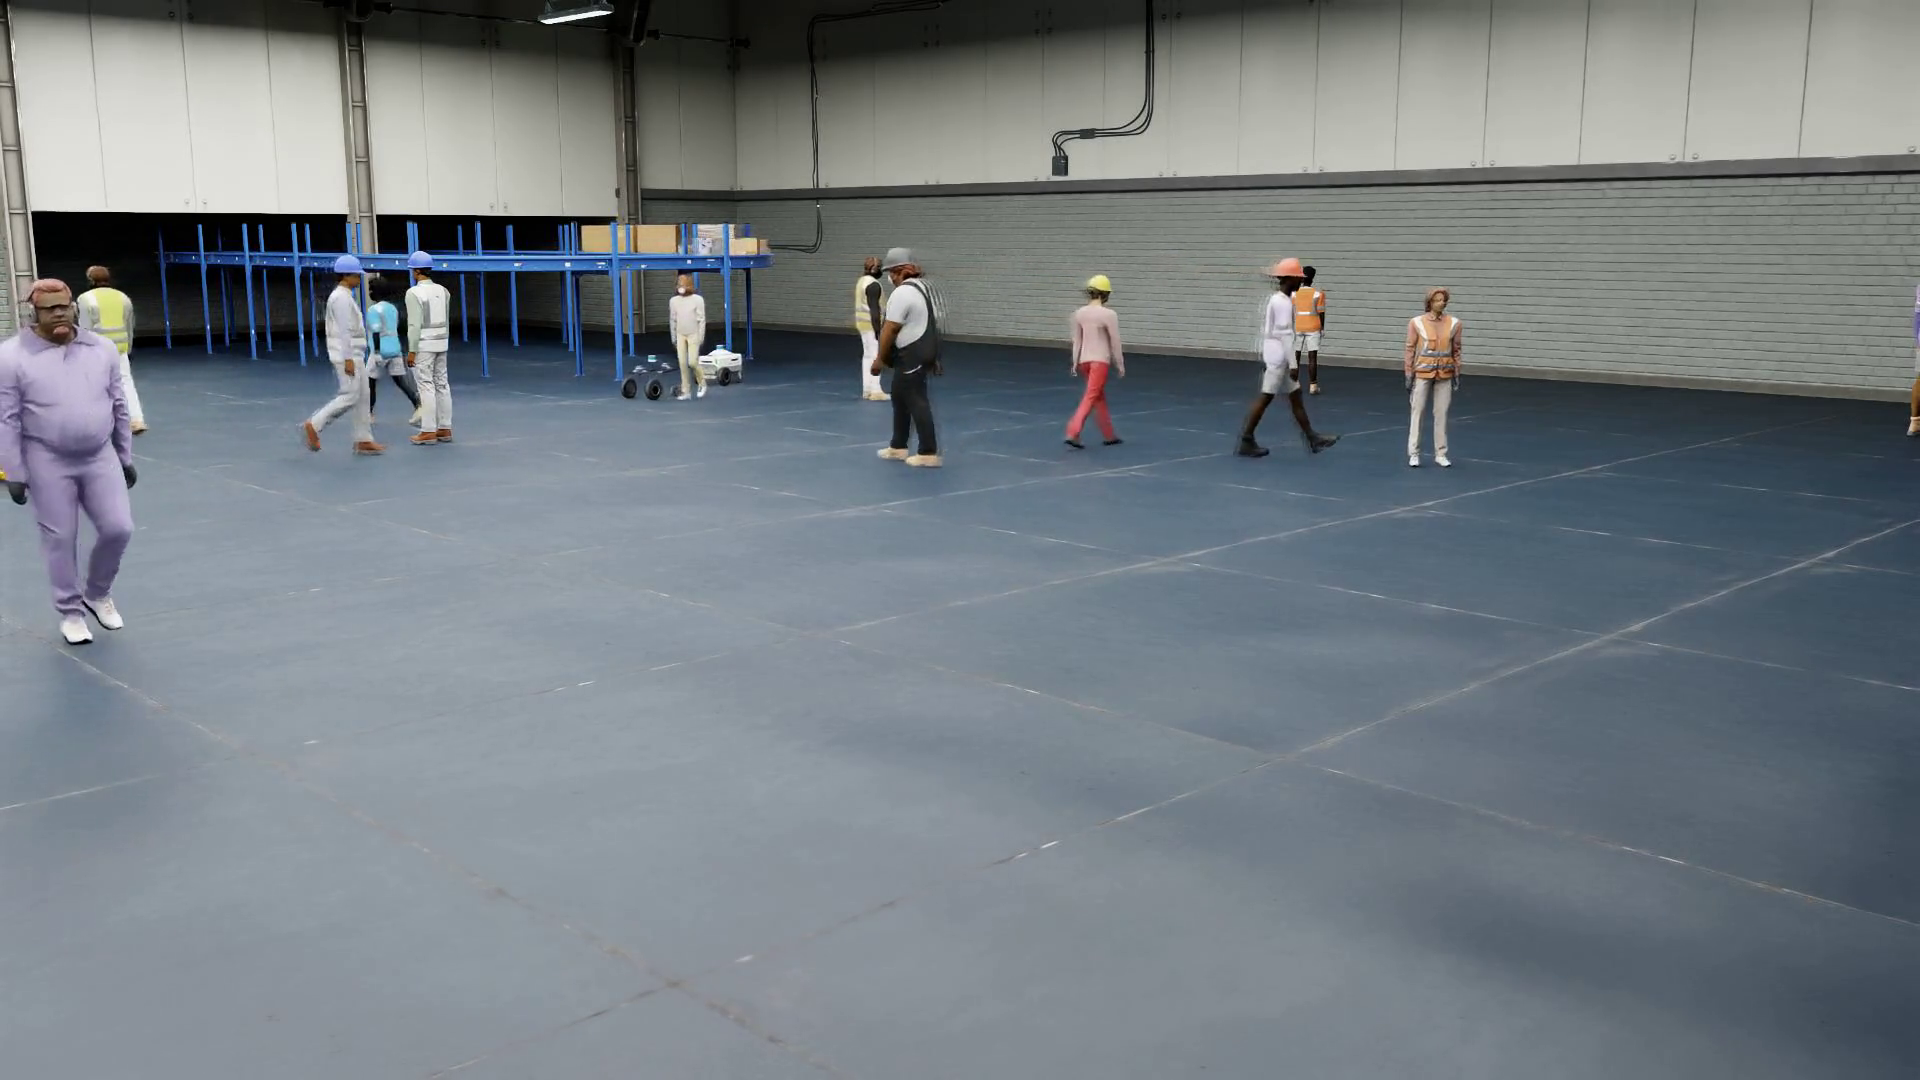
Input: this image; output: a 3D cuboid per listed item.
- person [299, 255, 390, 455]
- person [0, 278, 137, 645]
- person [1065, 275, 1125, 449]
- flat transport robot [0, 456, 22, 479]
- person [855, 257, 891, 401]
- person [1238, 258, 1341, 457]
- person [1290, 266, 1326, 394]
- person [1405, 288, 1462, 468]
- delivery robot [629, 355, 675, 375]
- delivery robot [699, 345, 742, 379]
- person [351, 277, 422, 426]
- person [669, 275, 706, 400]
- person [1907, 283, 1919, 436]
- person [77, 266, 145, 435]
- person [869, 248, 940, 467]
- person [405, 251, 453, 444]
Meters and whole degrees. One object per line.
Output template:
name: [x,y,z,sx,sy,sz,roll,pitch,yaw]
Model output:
person: [-5.946,-1.767,15.973,0.703,1.928,0.617,-2,11,-11]
person: [-4.609,-0.402,8.624,0.441,1.890,0.675,10,14,43]
person: [1.350,-1.779,16.616,0.920,1.725,0.537,-9,14,-40]
flat transport robot: [-8.936,-0.623,14.372,1.431,0.197,0.652,1,10,8]
person: [-1.132,-2.736,21.528,0.429,1.837,0.639,-3,11,-16]
person: [3.145,-1.730,15.869,1.004,1.882,0.567,1,10,7]
person: [4.643,-2.815,22.317,0.535,1.697,0.318,5,11,24]
person: [4.324,-1.486,15.230,0.538,1.637,0.326,-1,10,-5]
delivery robot: [-4.042,-2.307,21.813,0.335,0.223,0.698,6,12,30]
delivery robot: [-3.436,-2.552,23.846,0.477,0.478,0.707,5,11,24]
person: [-6.365,-2.100,18.541,0.854,1.661,0.543,2,11,12]
person: [-3.493,-2.600,21.394,0.515,1.609,0.385,4,11,20]
person: [10.294,-2.097,17.477,0.404,2.035,0.609,-1,10,-6]
person: [-9.055,-2.010,17.675,0.972,1.795,0.643,6,12,30]
person: [-0.537,-1.689,15.353,0.833,2.000,0.696,3,11,15]
person: [-5.436,-1.963,16.981,0.390,1.946,0.614,4,11,19]
